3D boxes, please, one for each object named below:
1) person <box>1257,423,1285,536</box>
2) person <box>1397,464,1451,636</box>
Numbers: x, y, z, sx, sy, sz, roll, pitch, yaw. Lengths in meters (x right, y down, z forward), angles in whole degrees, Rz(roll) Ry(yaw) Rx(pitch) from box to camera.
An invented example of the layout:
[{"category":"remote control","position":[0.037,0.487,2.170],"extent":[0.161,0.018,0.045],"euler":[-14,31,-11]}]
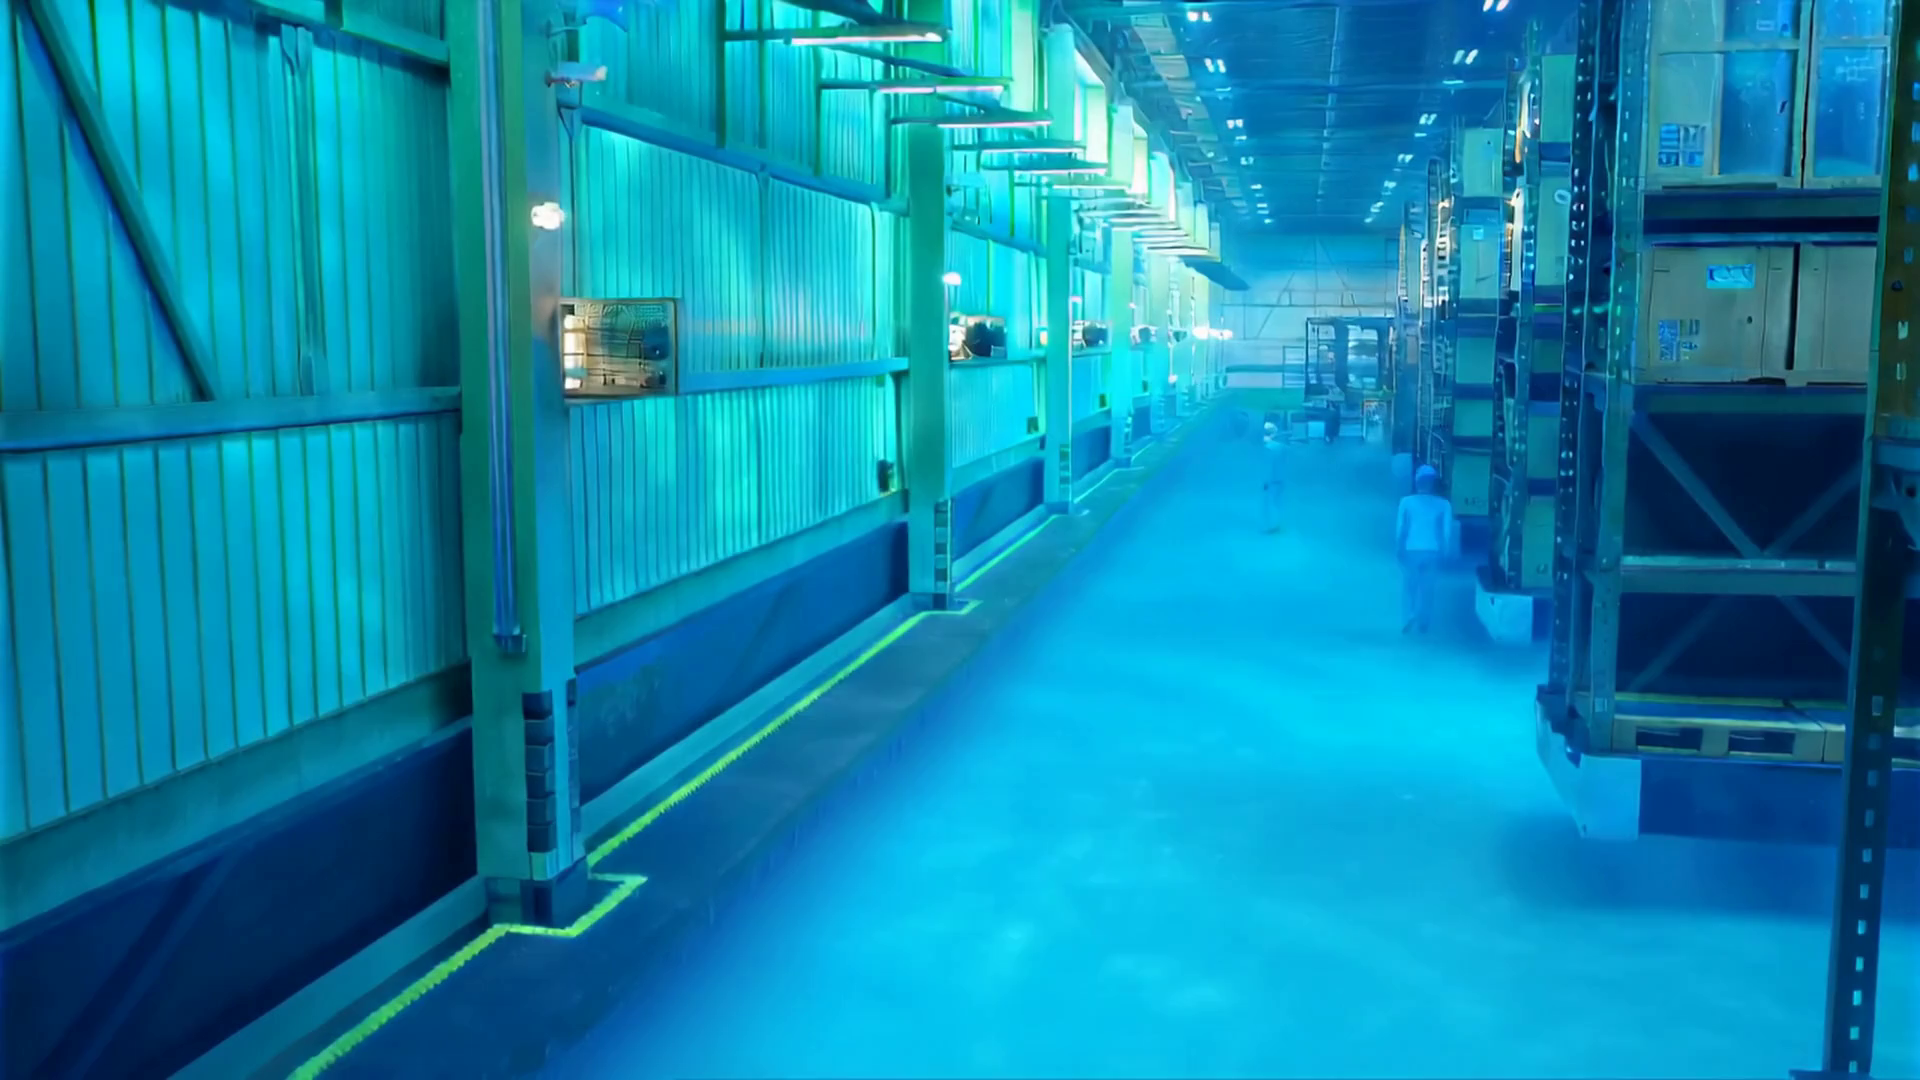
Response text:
[{"category":"person","position":[4.748,-0.923,25.386],"extent":[0.423,1.727,0.606],"euler":[2,7,16]},{"category":"person","position":[4.736,0.107,17.008],"extent":[0.529,1.754,0.372],"euler":[2,7,12]}]
